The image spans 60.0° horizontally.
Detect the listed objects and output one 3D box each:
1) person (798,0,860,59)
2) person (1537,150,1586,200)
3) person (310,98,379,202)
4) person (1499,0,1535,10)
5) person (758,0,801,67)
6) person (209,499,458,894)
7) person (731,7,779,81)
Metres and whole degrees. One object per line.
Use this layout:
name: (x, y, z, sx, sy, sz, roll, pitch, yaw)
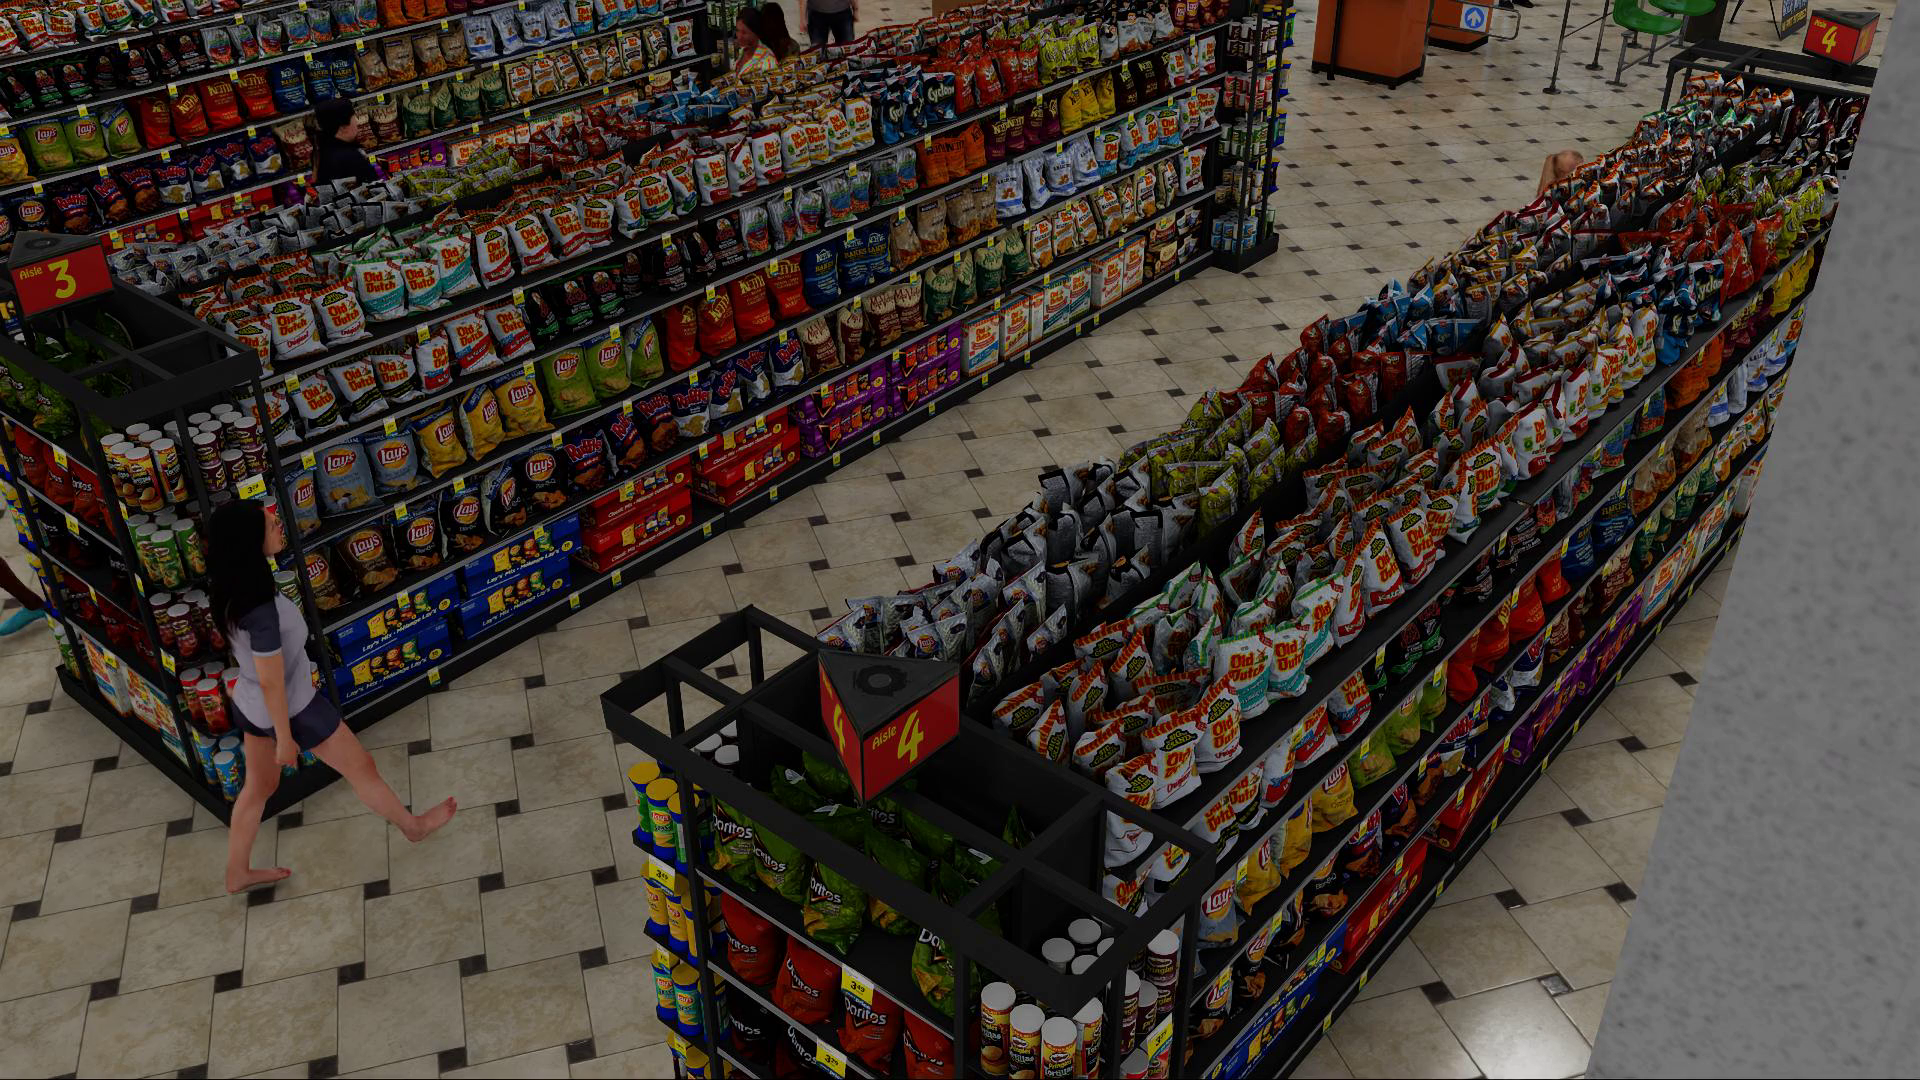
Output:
person: (-1.157, -4.544, 14.288, 1.230, 1.857, 1.203, -6, 32, -9)
person: (3.663, -1.826, 10.501, 0.943, 1.242, 0.732, -14, 35, -22)
person: (-3.731, -1.795, 10.071, 1.066, 1.643, 0.762, -26, 41, -36)
person: (6.032, -6.589, 17.611, 0.698, 1.819, 0.812, -10, 33, -15)
person: (-1.400, -3.329, 12.709, 0.806, 1.463, 0.916, 6, 32, 9)
person: (-2.588, 0.641, 6.142, 1.174, 1.658, 0.807, -21, 38, -30)
person: (-1.292, -2.806, 11.603, 1.185, 1.742, 0.686, -24, 39, -33)
